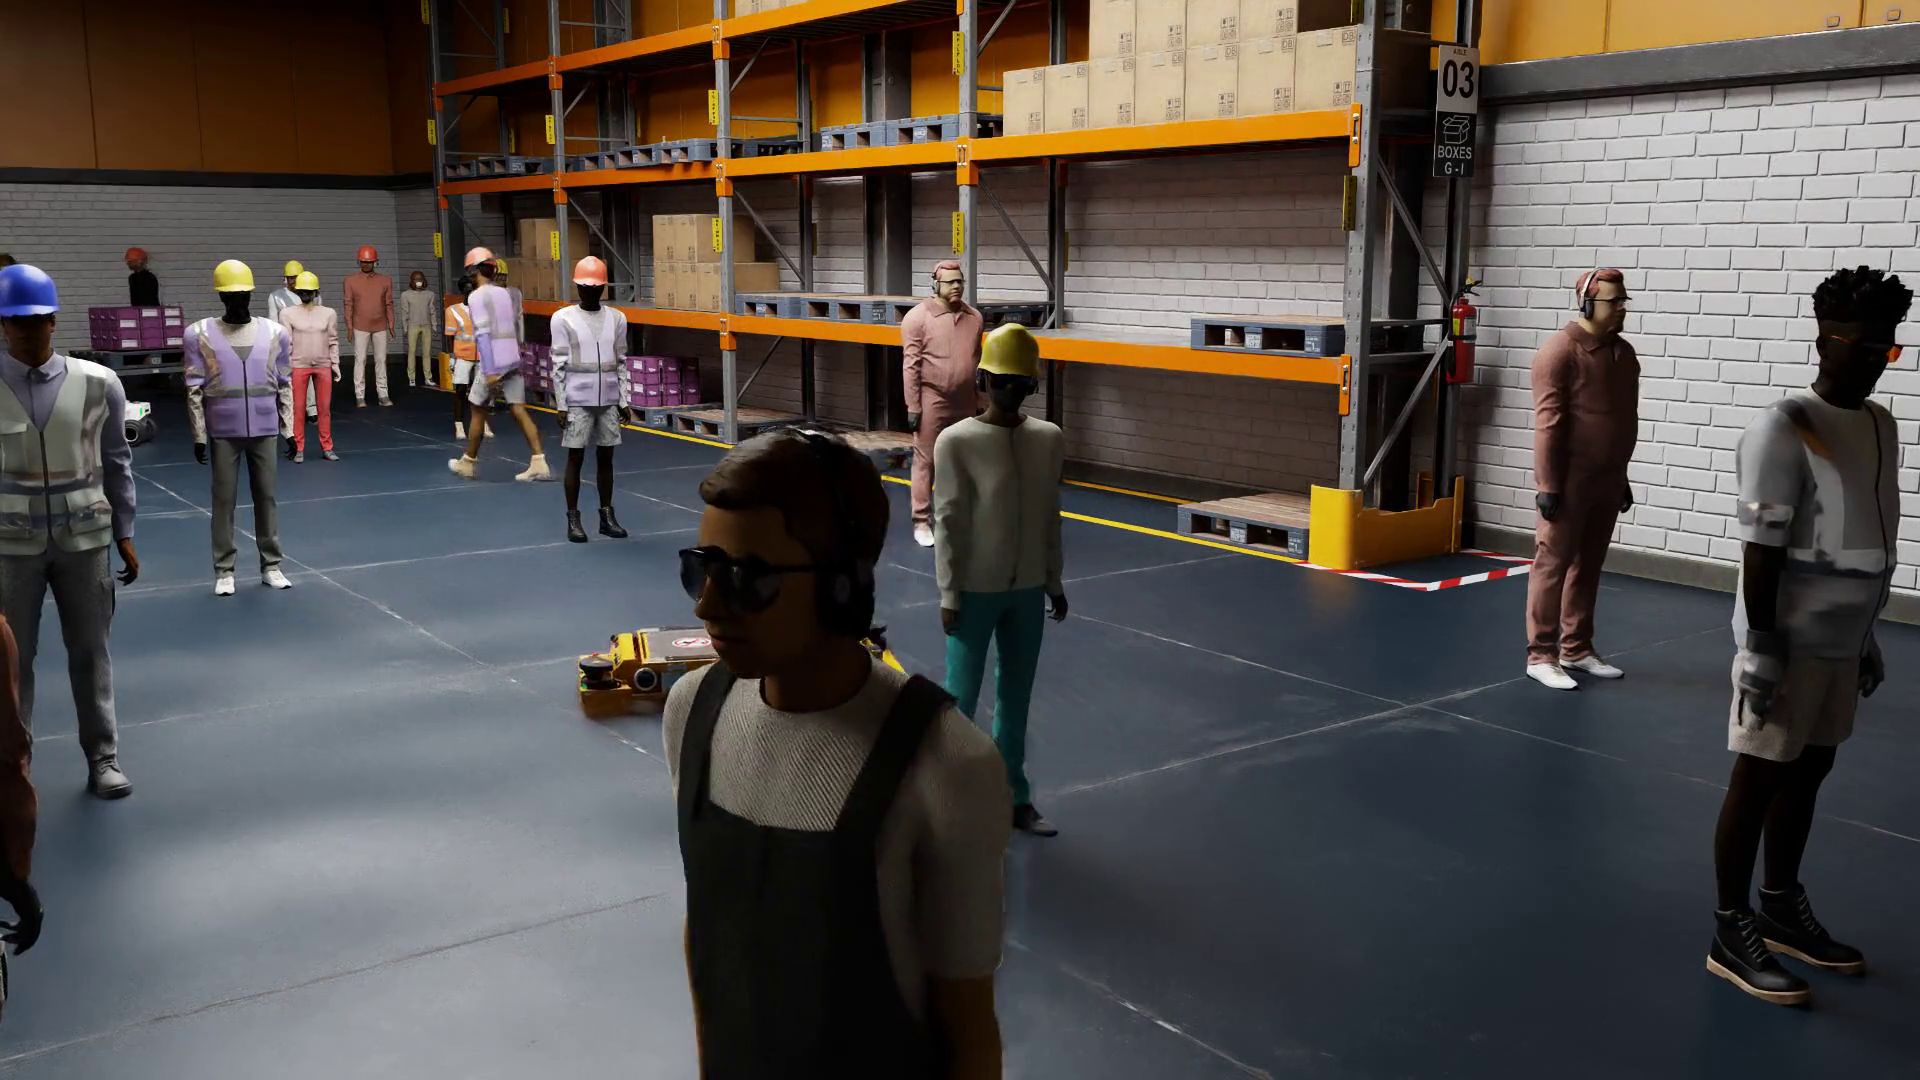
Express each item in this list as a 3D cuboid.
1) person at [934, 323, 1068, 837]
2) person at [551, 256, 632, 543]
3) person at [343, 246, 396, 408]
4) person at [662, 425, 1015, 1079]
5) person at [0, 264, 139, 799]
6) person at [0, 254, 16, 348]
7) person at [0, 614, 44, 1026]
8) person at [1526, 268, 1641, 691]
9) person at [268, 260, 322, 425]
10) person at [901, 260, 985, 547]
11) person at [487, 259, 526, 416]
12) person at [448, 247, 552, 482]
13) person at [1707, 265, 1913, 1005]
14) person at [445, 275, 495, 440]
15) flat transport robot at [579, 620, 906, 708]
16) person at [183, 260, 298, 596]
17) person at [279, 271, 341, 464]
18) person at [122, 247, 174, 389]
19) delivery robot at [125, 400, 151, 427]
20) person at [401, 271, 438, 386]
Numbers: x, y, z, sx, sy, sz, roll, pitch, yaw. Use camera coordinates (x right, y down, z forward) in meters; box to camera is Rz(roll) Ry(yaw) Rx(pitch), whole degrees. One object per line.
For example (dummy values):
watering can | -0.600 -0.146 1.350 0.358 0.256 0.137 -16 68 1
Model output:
person | 0.147 0.161 5.565 0.526 1.765 0.329 -7 12 -34
person | -2.495 -0.955 11.339 0.547 1.934 0.375 -7 12 -34
person | -7.295 -2.638 20.600 0.612 1.991 0.391 -7 12 -34
person | -0.116 0.748 2.097 0.515 1.829 0.569 7 12 34
person | -3.276 -0.004 5.972 0.605 1.948 0.403 -7 12 -34
person | -12.714 -2.893 22.356 0.639 1.875 1.039 -2 10 -9
person | -1.966 0.671 3.048 0.515 1.641 0.315 -7 12 -34
person | 2.885 -0.280 7.630 0.643 1.910 0.399 -7 12 -34
person | -7.345 -2.179 18.475 0.591 1.834 0.404 -7 12 -34
person | -0.079 -0.915 11.191 0.643 1.910 0.399 -7 12 -34
person | -5.412 -2.385 19.627 0.591 1.834 0.404 -7 12 -34
person | -3.954 -1.476 14.102 1.048 1.976 0.642 4 11 19
person | 2.312 0.249 4.511 0.608 1.963 0.372 -7 12 -34
person | -5.047 -1.885 17.206 0.536 1.697 0.322 -7 12 -34
flat transport robot | -0.998 0.548 7.578 1.431 0.197 0.652 -2 10 -12
person | -4.145 -0.649 9.640 0.589 1.928 0.386 -7 12 -34
person | -5.998 -1.594 15.396 0.526 1.765 0.329 -7 12 -34
person | -11.374 -3.123 23.359 0.623 1.976 0.625 7 12 34
delivery robot | -8.504 -1.258 16.634 0.707 0.478 0.477 -2 10 -12
person | -7.674 -3.002 23.642 0.501 1.633 0.285 -7 12 -34
